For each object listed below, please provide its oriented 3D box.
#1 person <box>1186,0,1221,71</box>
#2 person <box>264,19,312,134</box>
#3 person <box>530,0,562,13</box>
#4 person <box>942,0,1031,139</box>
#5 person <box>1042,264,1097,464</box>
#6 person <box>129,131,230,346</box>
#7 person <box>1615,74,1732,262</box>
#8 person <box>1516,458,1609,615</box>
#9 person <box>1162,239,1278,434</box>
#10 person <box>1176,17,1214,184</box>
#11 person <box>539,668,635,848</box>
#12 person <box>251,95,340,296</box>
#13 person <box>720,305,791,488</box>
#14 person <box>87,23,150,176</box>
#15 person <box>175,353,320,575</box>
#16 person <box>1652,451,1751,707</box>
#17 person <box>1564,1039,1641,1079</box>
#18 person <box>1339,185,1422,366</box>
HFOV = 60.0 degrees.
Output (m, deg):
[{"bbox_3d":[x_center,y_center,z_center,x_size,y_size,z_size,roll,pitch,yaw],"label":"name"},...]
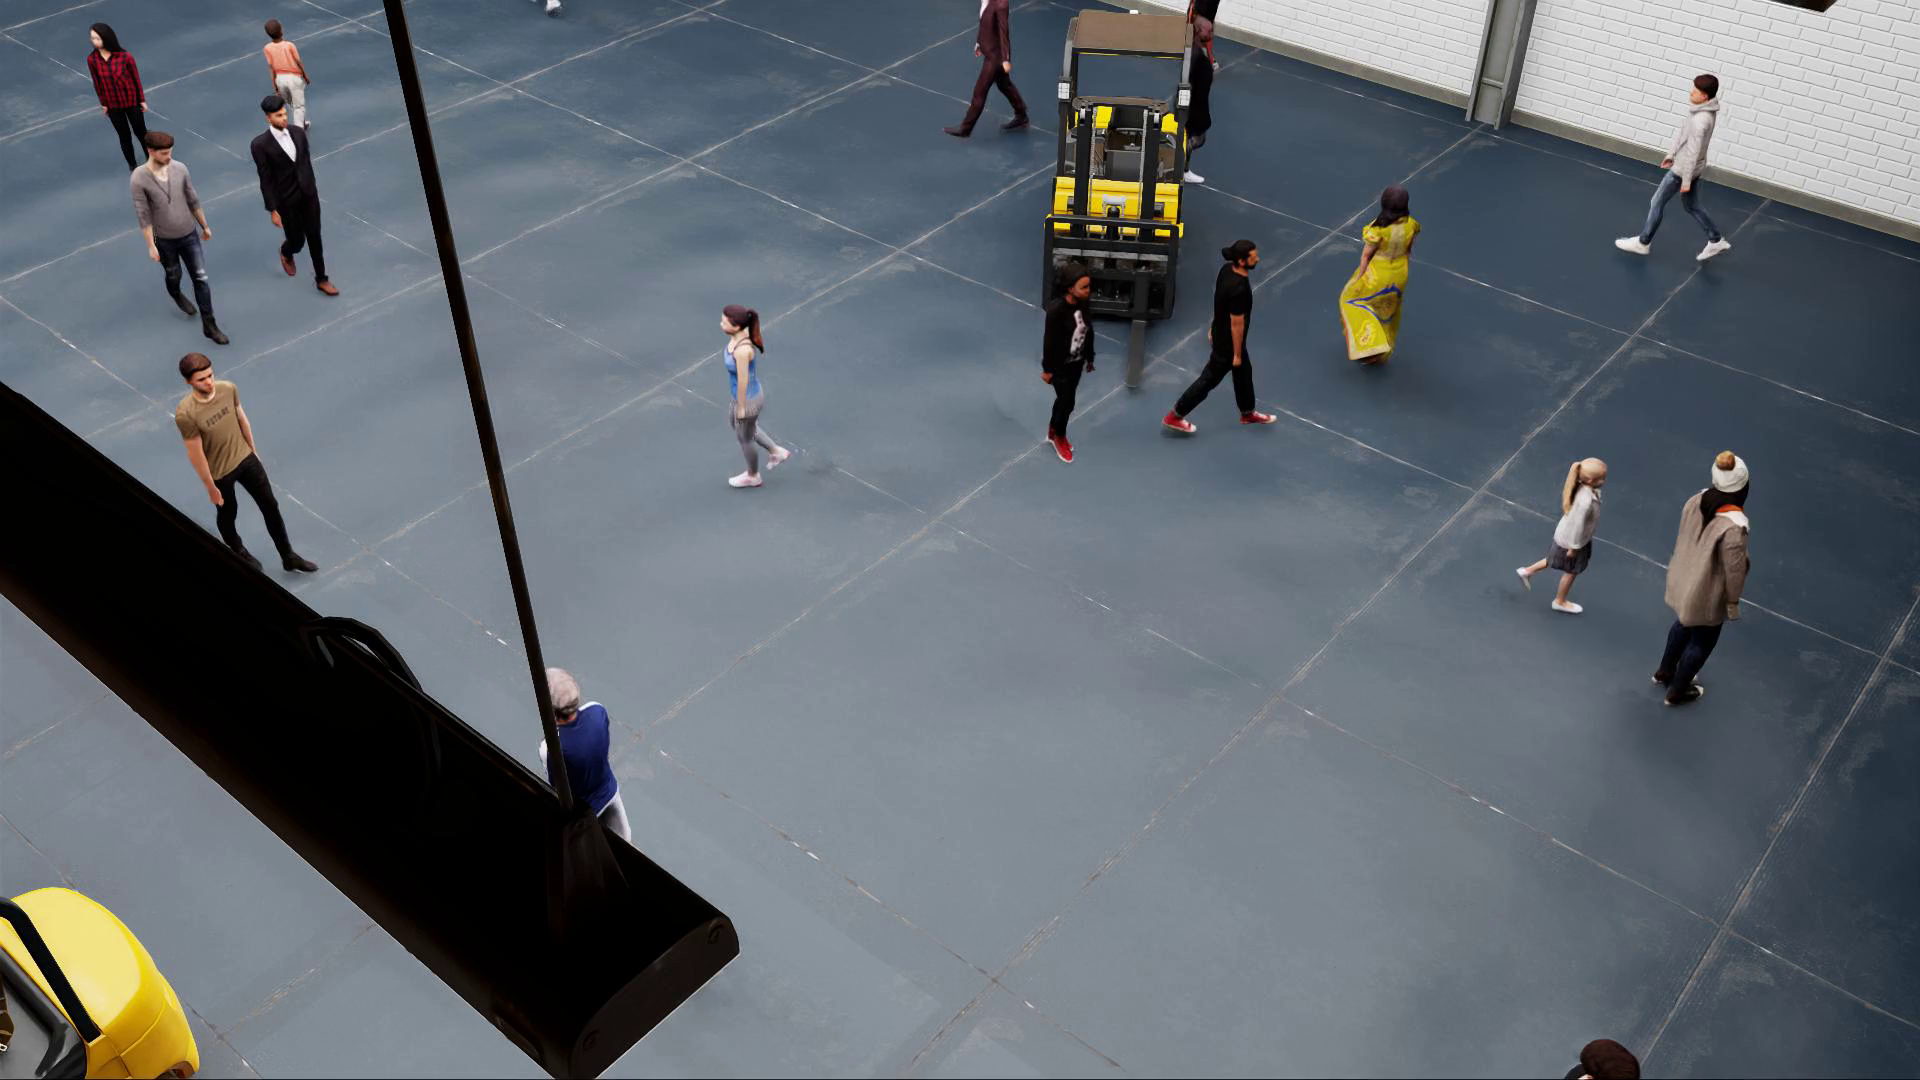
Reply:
[{"bbox_3d":[2.836,-6.015,18.547,0.755,1.783,0.656,32,48,33],"label":"person"},{"bbox_3d":[-7.018,-4.767,17.368,0.856,1.304,0.871,0,39,0],"label":"person"},{"bbox_3d":[-5.184,-7.294,20.152,1.086,1.780,0.619,27,46,29],"label":"person"},{"bbox_3d":[0.441,-5.078,17.350,1.243,1.813,1.249,-7,39,-9],"label":"person"},{"bbox_3d":[0.766,-1.416,12.889,0.655,1.658,0.662,-28,46,-30],"label":"person"},{"bbox_3d":[-6.780,-2.632,14.259,0.844,1.848,1.238,-27,46,-29],"label":"person"},{"bbox_3d":[6.739,-3.353,15.190,1.291,1.813,0.871,19,42,22],"label":"person"},{"bbox_3d":[4.180,-0.042,11.485,0.798,1.264,0.673,9,40,11],"label":"person"},{"bbox_3d":[2.007,-1.543,13.002,1.228,1.716,1.115,0,39,0],"label":"person"},{"bbox_3d":[2.208,-4.331,16.467,0.916,1.748,0.848,6,39,7],"label":"person"},{"bbox_3d":[-1.986,1.479,9.160,1.196,1.787,0.696,25,45,28],"label":"person"},{"bbox_3d":[-5.979,-3.075,14.799,0.902,1.867,0.696,27,46,30],"label":"person"},{"bbox_3d":[-1.543,-1.083,12.516,0.851,1.602,0.791,-3,39,-3],"label":"person"},{"bbox_3d":[-8.346,-4.365,16.585,0.664,1.654,0.695,-8,39,-10],"label":"person"},{"bbox_3d":[-5.189,-0.540,11.656,1.011,1.827,0.768,21,43,24],"label":"person"},{"bbox_3d":[4.668,0.260,10.621,0.913,1.868,0.848,0,39,0],"label":"person"},{"bbox_3d":[2.664,2.815,7.406,0.563,1.889,0.699,31,48,33],"label":"person"},{"bbox_3d":[3.534,-2.122,13.782,0.995,1.647,1.081,-15,41,-18],"label":"person"}]
